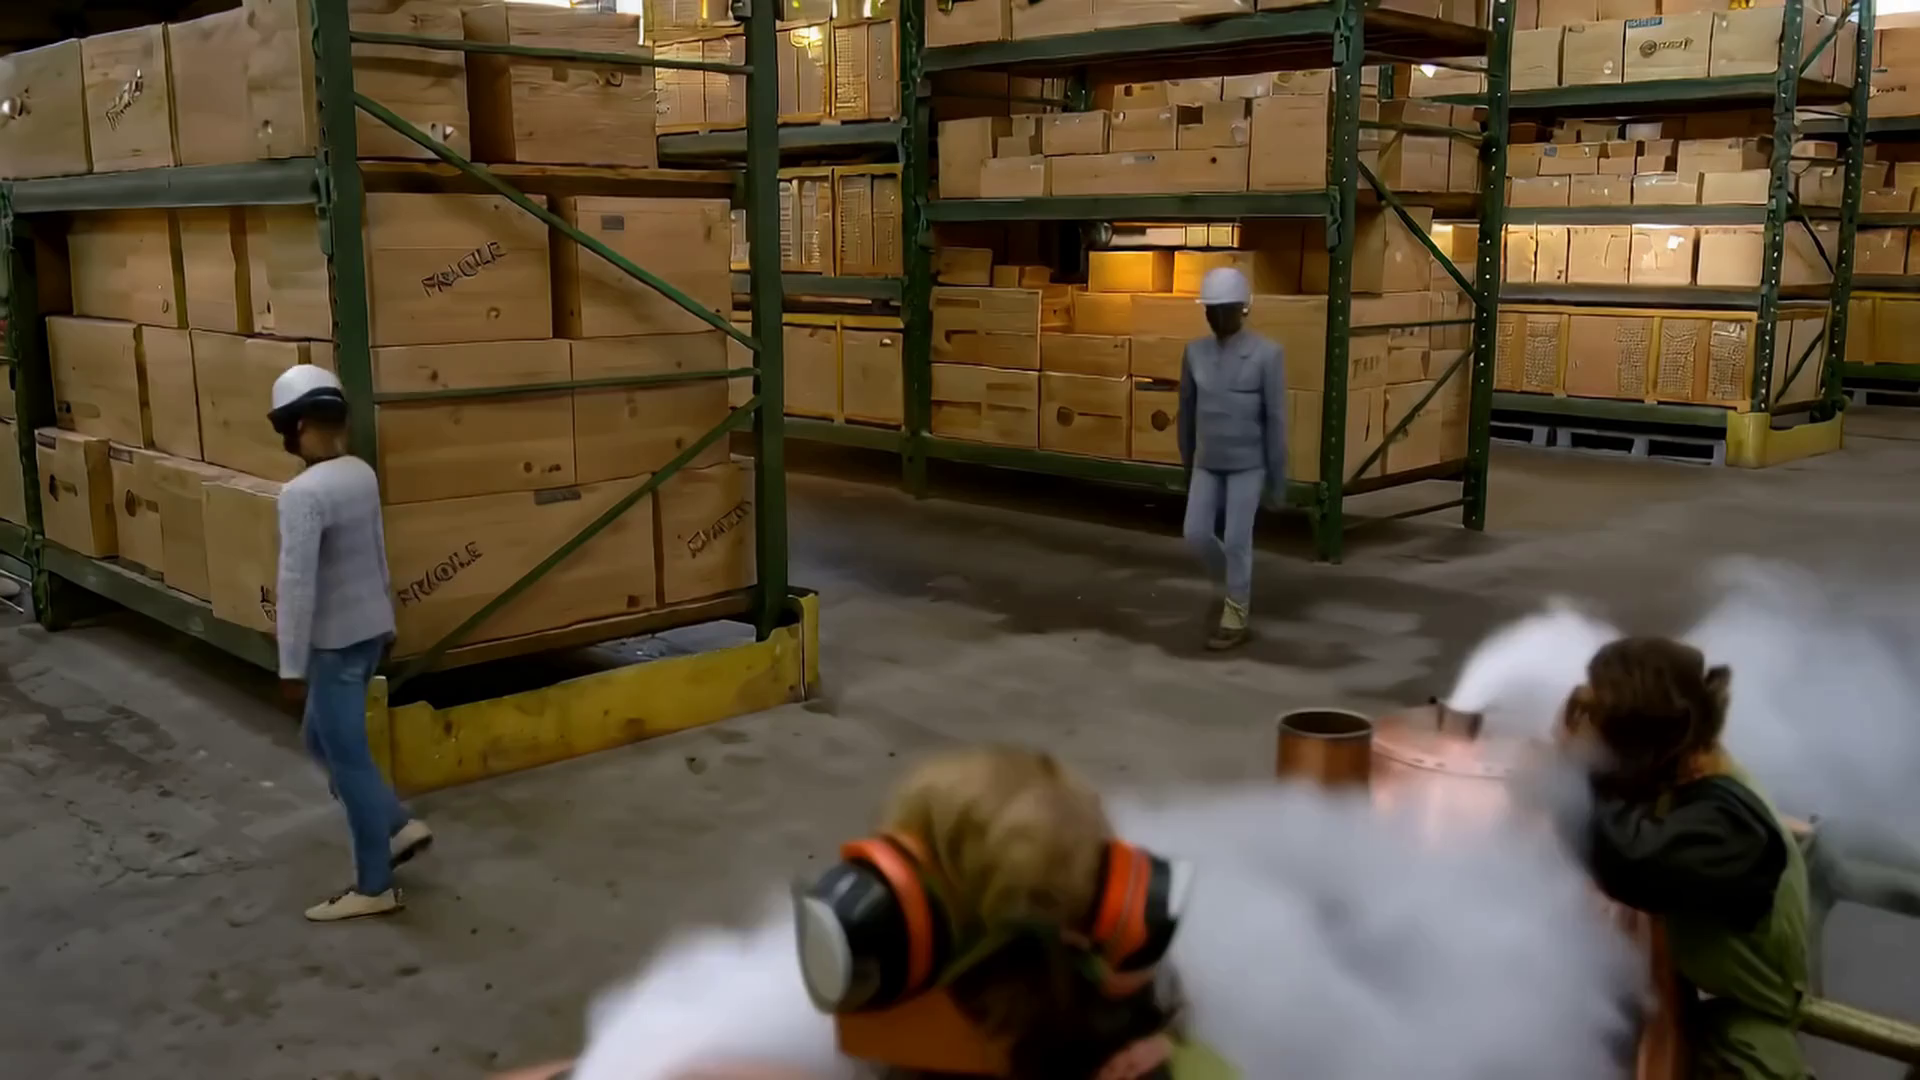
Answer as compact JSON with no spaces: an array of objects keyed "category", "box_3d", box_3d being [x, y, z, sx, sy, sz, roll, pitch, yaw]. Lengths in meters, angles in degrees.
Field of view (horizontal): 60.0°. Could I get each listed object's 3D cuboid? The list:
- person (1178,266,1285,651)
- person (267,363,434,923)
[{"category":"person","box_3d":[1.430,-0.428,8.663,0.628,1.980,0.592,8,13,37]},{"category":"person","box_3d":[-1.957,0.321,5.203,0.404,1.730,0.606,0,10,2]}]
